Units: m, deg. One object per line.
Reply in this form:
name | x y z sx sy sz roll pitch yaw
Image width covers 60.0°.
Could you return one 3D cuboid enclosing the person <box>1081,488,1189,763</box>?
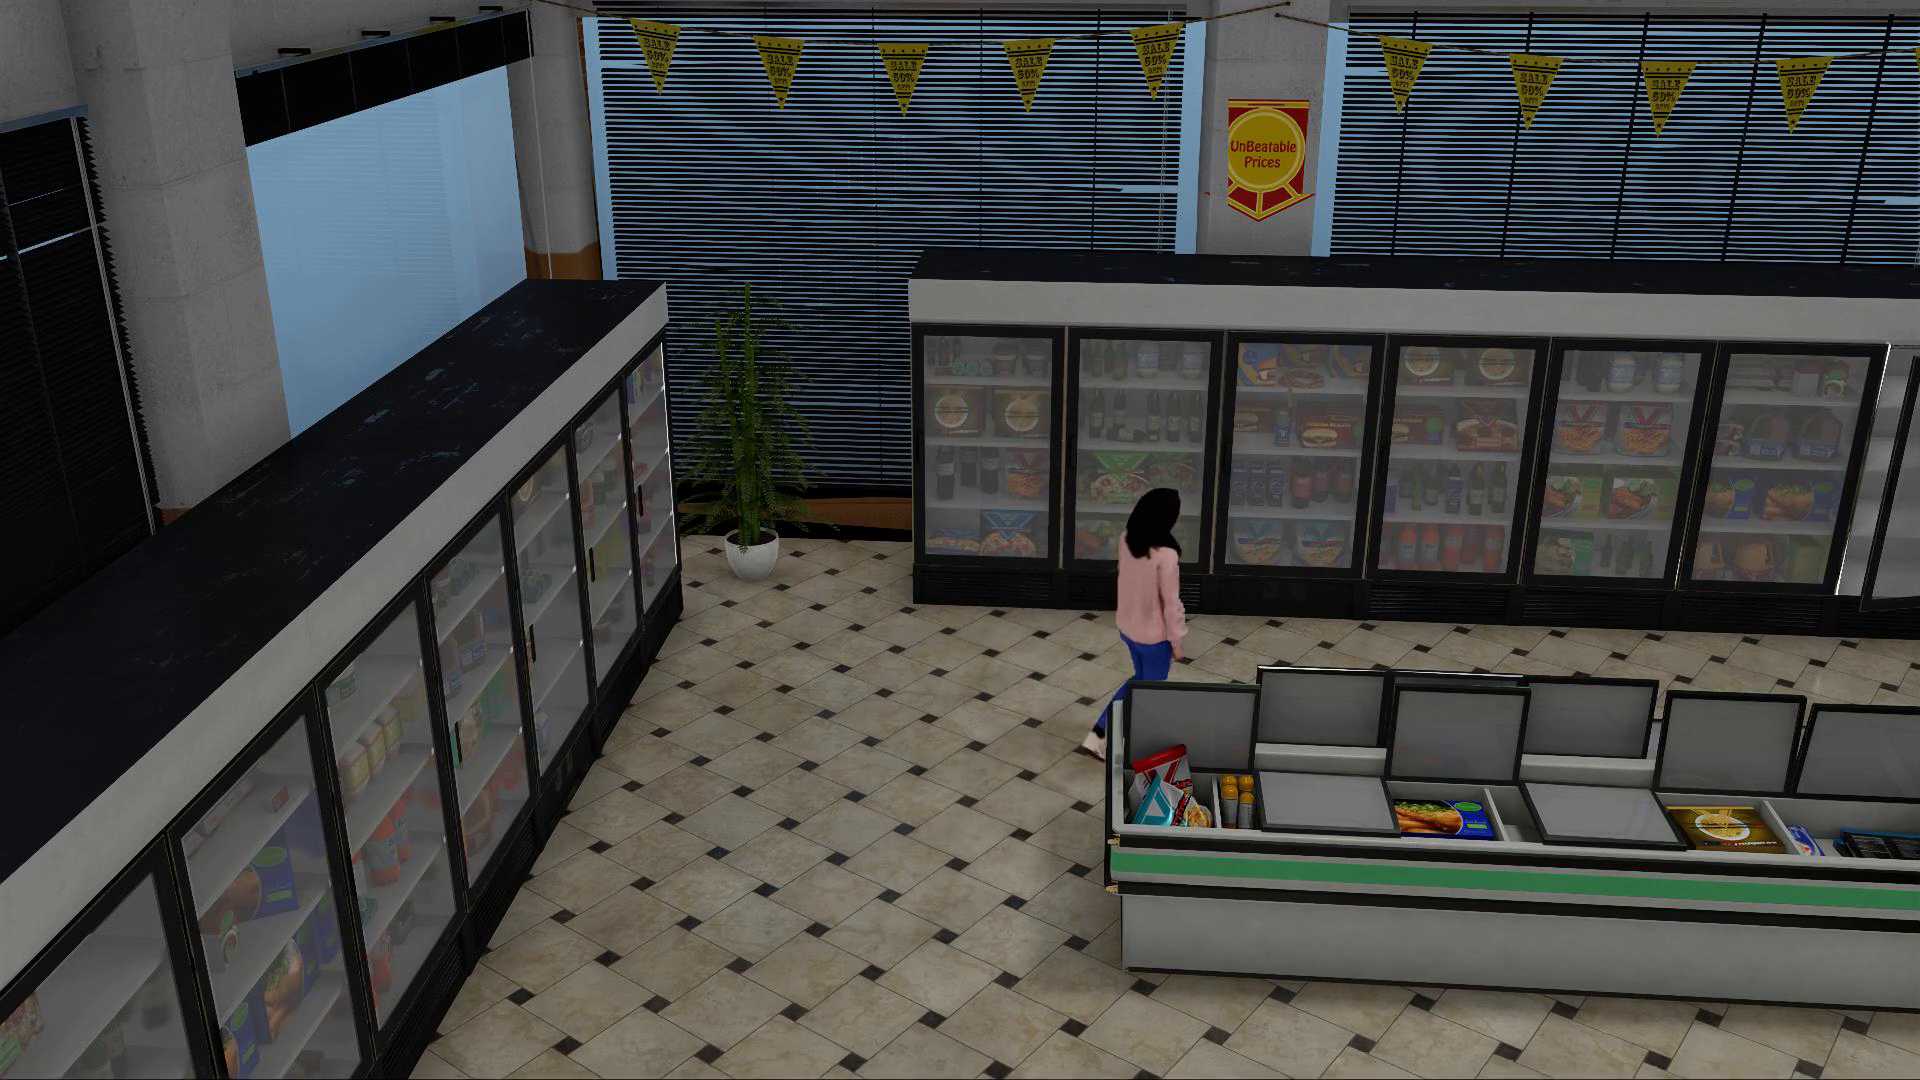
person | 0.933 0.546 8.990 0.927 1.741 0.852 -12 25 -27
